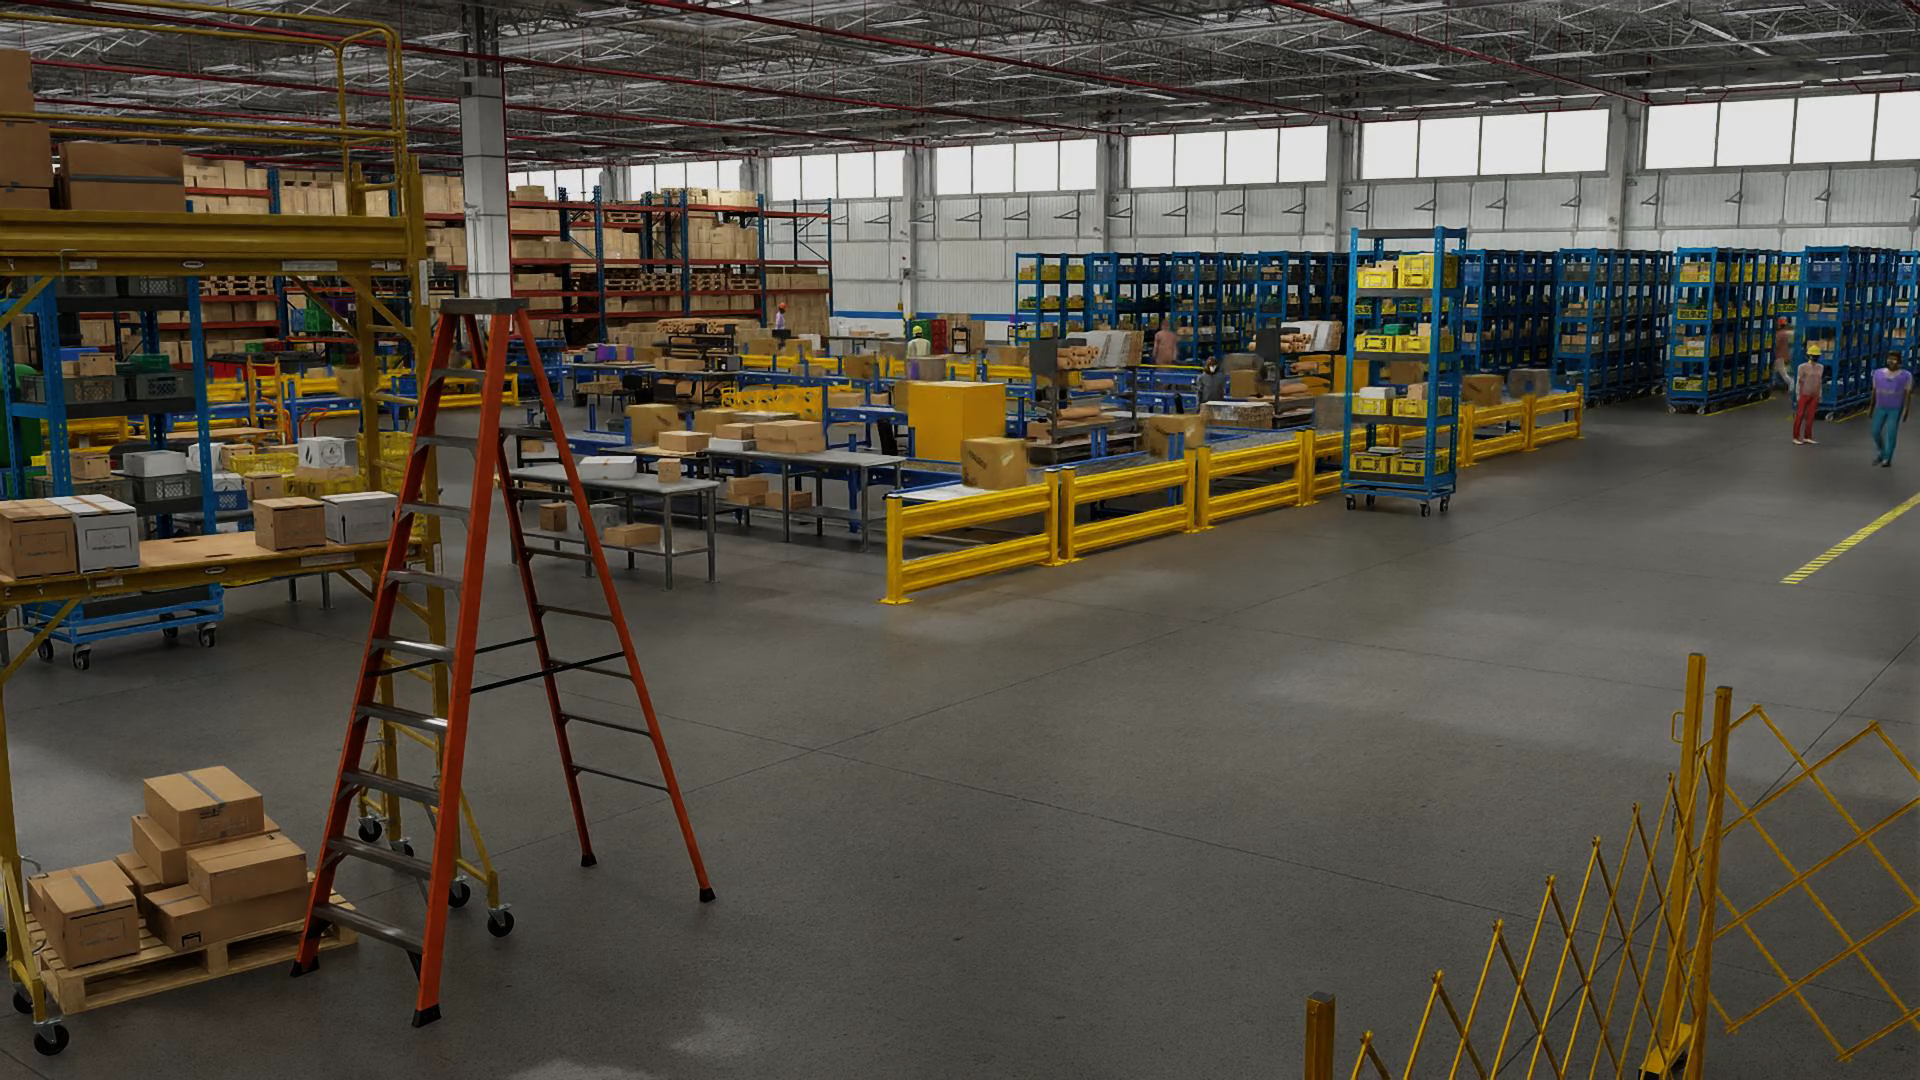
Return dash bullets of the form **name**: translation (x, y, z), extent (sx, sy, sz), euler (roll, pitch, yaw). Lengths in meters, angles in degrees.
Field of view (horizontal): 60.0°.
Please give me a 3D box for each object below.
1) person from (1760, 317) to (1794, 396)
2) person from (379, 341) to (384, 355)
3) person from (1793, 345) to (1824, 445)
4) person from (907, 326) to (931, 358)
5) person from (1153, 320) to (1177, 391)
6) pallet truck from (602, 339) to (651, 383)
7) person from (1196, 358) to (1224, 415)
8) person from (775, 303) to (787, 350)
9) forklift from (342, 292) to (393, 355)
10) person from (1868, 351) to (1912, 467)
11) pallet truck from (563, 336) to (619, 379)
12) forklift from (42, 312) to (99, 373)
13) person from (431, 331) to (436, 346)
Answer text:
- **person**: translation (20.393, -4.546, 41.299), extent (1.021, 1.957, 0.622), euler (8, 12, 42)
- **person**: translation (-14.896, -4.658, 42.269), extent (0.947, 1.872, 0.657), euler (-2, 9, -13)
- **person**: translation (15.112, -2.574, 29.563), extent (0.528, 1.767, 0.329), euler (-2, 9, -12)
- **person**: translation (-0.968, -4.049, 38.583), extent (0.591, 1.826, 0.403), euler (-5, 10, -29)
- **person**: translation (5.161, -4.587, 41.769), extent (0.651, 1.880, 0.627), euler (-6, 11, -31)
- **pallet truck**: translation (-8.991, -4.871, 45.351), extent (0.653, 1.274, 1.630), euler (7, 11, 37)
- **person**: translation (4.188, -2.229, 27.823), extent (0.507, 1.632, 0.275), euler (-2, 9, -15)
- **person**: translation (-6.226, -7.248, 57.941), extent (0.434, 2.028, 0.608), euler (1, 9, 6)
- **forklift**: translation (-16.485, -5.622, 45.120), extent (1.129, 2.768, 1.873), euler (7, 11, 37)
- **person**: translation (14.533, -2.044, 26.044), extent (0.604, 1.826, 0.546), euler (9, 13, 44)
- **pallet truck**: translation (-10.690, -5.294, 48.215), extent (1.601, 1.201, 0.680), euler (-5, 10, -26)
- **forklift**: translation (-23.779, -5.451, 44.052), extent (1.873, 2.768, 1.129), euler (7, 11, 36)
- **person**: translation (-16.479, -6.144, 51.957), extent (0.533, 1.739, 0.810), euler (5, 10, 28)
